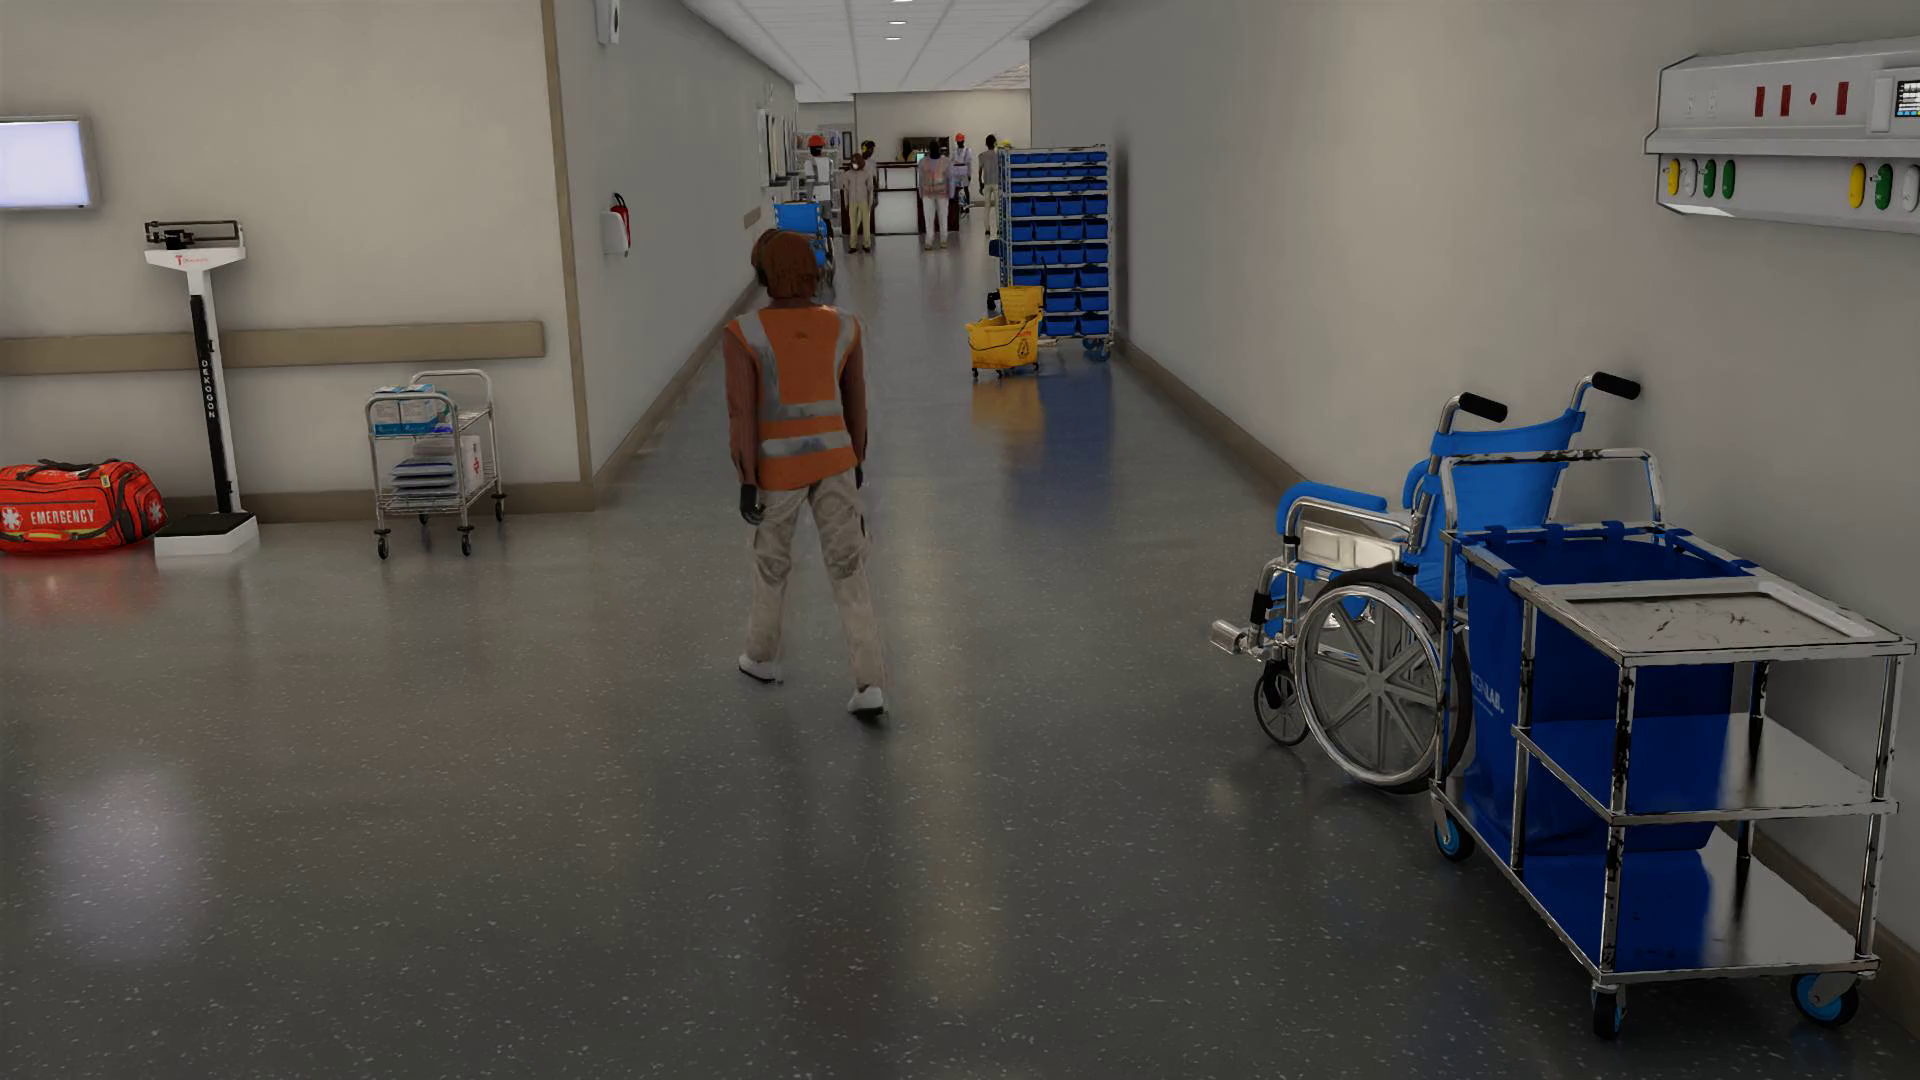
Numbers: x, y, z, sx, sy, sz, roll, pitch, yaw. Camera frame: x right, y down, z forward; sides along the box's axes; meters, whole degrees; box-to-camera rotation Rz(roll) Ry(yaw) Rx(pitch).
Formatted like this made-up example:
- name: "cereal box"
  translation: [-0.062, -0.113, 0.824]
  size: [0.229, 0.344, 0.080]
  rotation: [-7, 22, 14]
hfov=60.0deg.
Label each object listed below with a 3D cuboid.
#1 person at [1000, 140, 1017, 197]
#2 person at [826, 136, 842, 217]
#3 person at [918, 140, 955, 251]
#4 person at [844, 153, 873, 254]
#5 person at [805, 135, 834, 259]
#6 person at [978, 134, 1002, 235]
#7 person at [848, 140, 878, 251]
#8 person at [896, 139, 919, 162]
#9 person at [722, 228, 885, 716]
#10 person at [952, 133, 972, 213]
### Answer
- name: "person"
  translation: [0.985, -8.031, 37.124]
  size: [0.781, 1.733, 0.526]
  rotation: [8, 16, 34]
- name: "person"
  translation: [-3.035, -8.799, 40.316]
  size: [0.401, 1.939, 0.602]
  rotation: [-6, 14, -16]
- name: "person"
  translation: [-0.393, -5.754, 27.786]
  size: [0.632, 1.826, 0.687]
  rotation: [0, 14, 8]
- name: "person"
  translation: [-1.667, -5.541, 27.402]
  size: [0.498, 1.633, 0.278]
  rotation: [1, 14, 10]
- name: "person"
  translation: [-2.225, -5.382, 26.183]
  size: [0.356, 1.938, 0.543]
  rotation: [11, 19, 42]
- name: "person"
  translation: [0.602, -6.667, 31.270]
  size: [0.517, 1.873, 0.328]
  rotation: [2, 14, 15]
- name: "person"
  translation: [-1.637, -5.775, 27.969]
  size: [0.608, 1.830, 0.425]
  rotation: [-10, 16, -32]
- name: "person"
  translation: [-1.197, -8.267, 38.154]
  size: [0.632, 1.825, 0.471]
  rotation: [3, 14, 18]
- name: "person"
  translation: [-0.507, -0.226, 5.509]
  size: [0.533, 1.591, 0.871]
  rotation: [-9, 15, -27]
- name: "person"
  translation: [0.033, -8.953, 40.615]
  size: [0.545, 1.929, 0.390]
  rotation: [5, 15, 27]
